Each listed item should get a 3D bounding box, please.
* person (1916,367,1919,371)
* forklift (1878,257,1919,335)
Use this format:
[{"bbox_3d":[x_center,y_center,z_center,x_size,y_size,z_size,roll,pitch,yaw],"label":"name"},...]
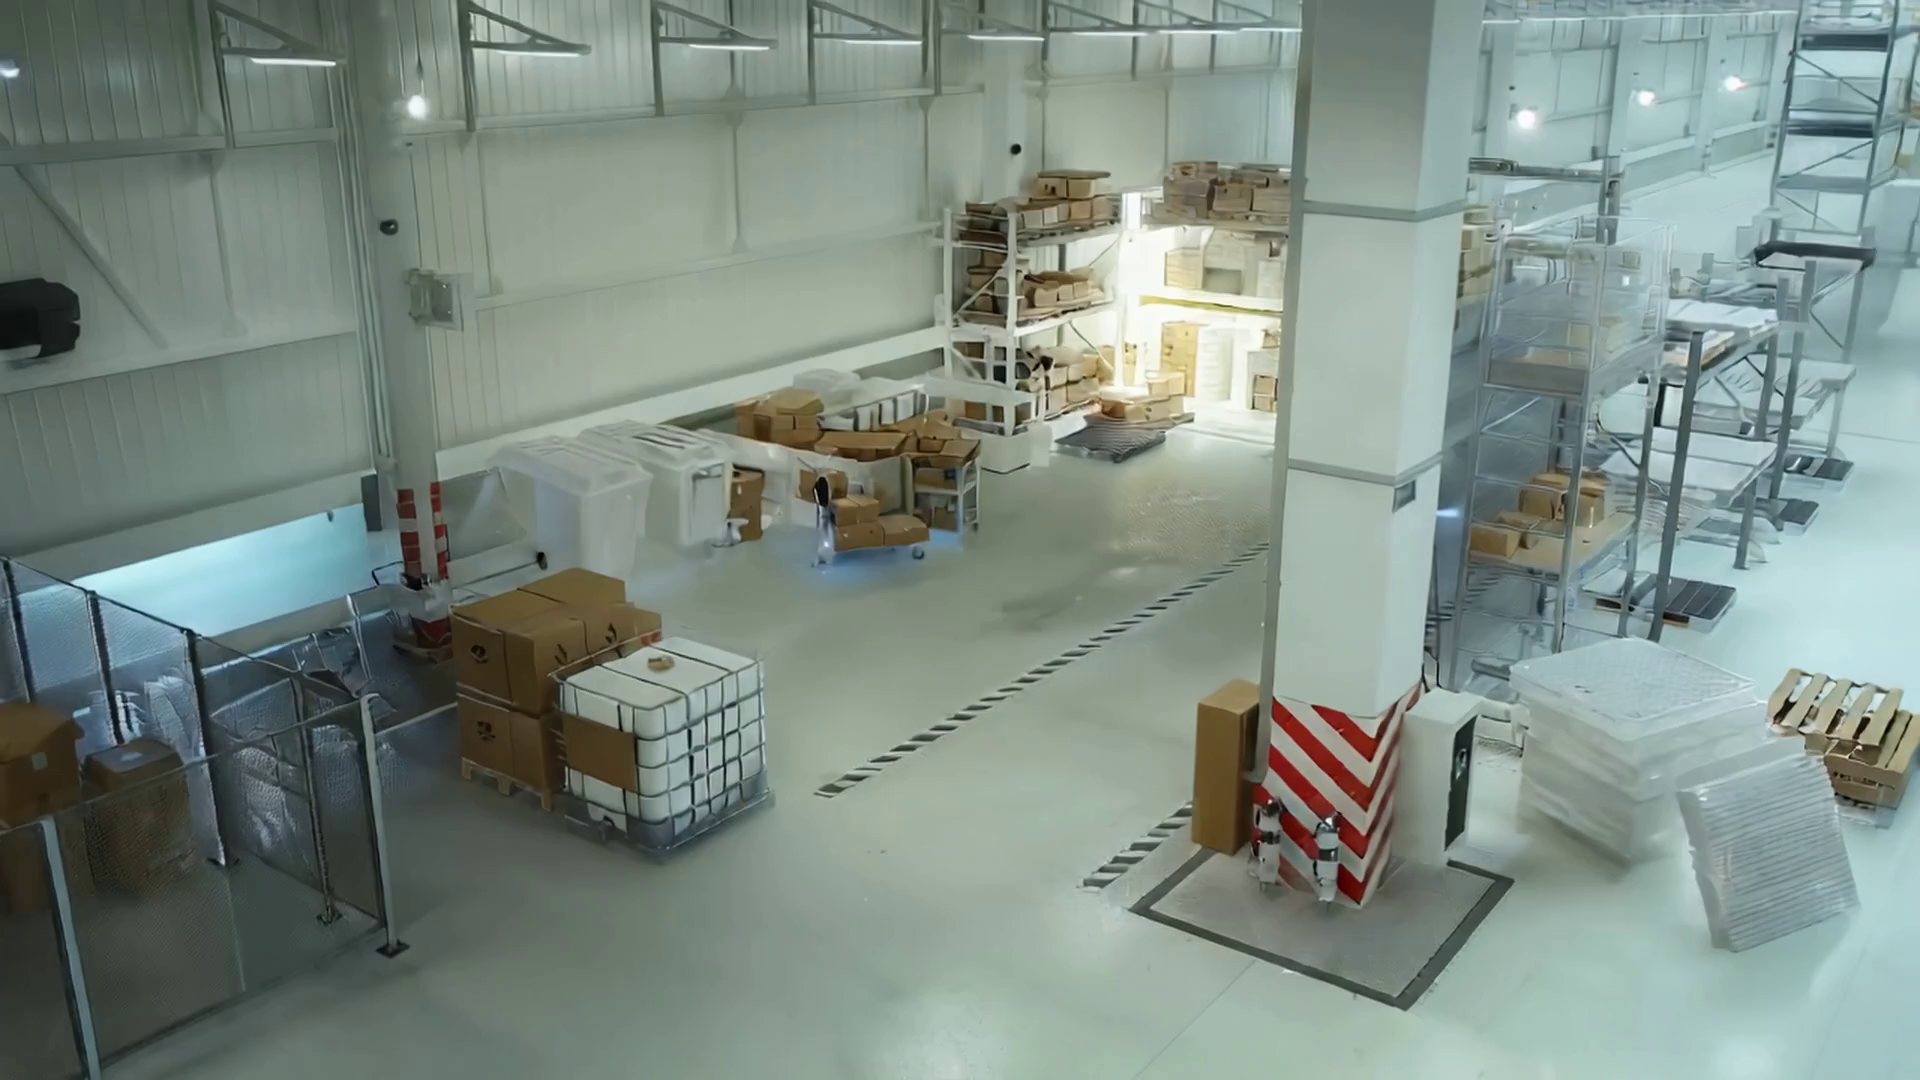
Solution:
[{"bbox_3d":[15.421,-3.452,25.797,0.891,1.859,0.680,-3,18,-8],"label":"person"},{"bbox_3d":[17.042,-5.039,29.042,1.129,2.768,1.873,13,22,34],"label":"forklift"}]
